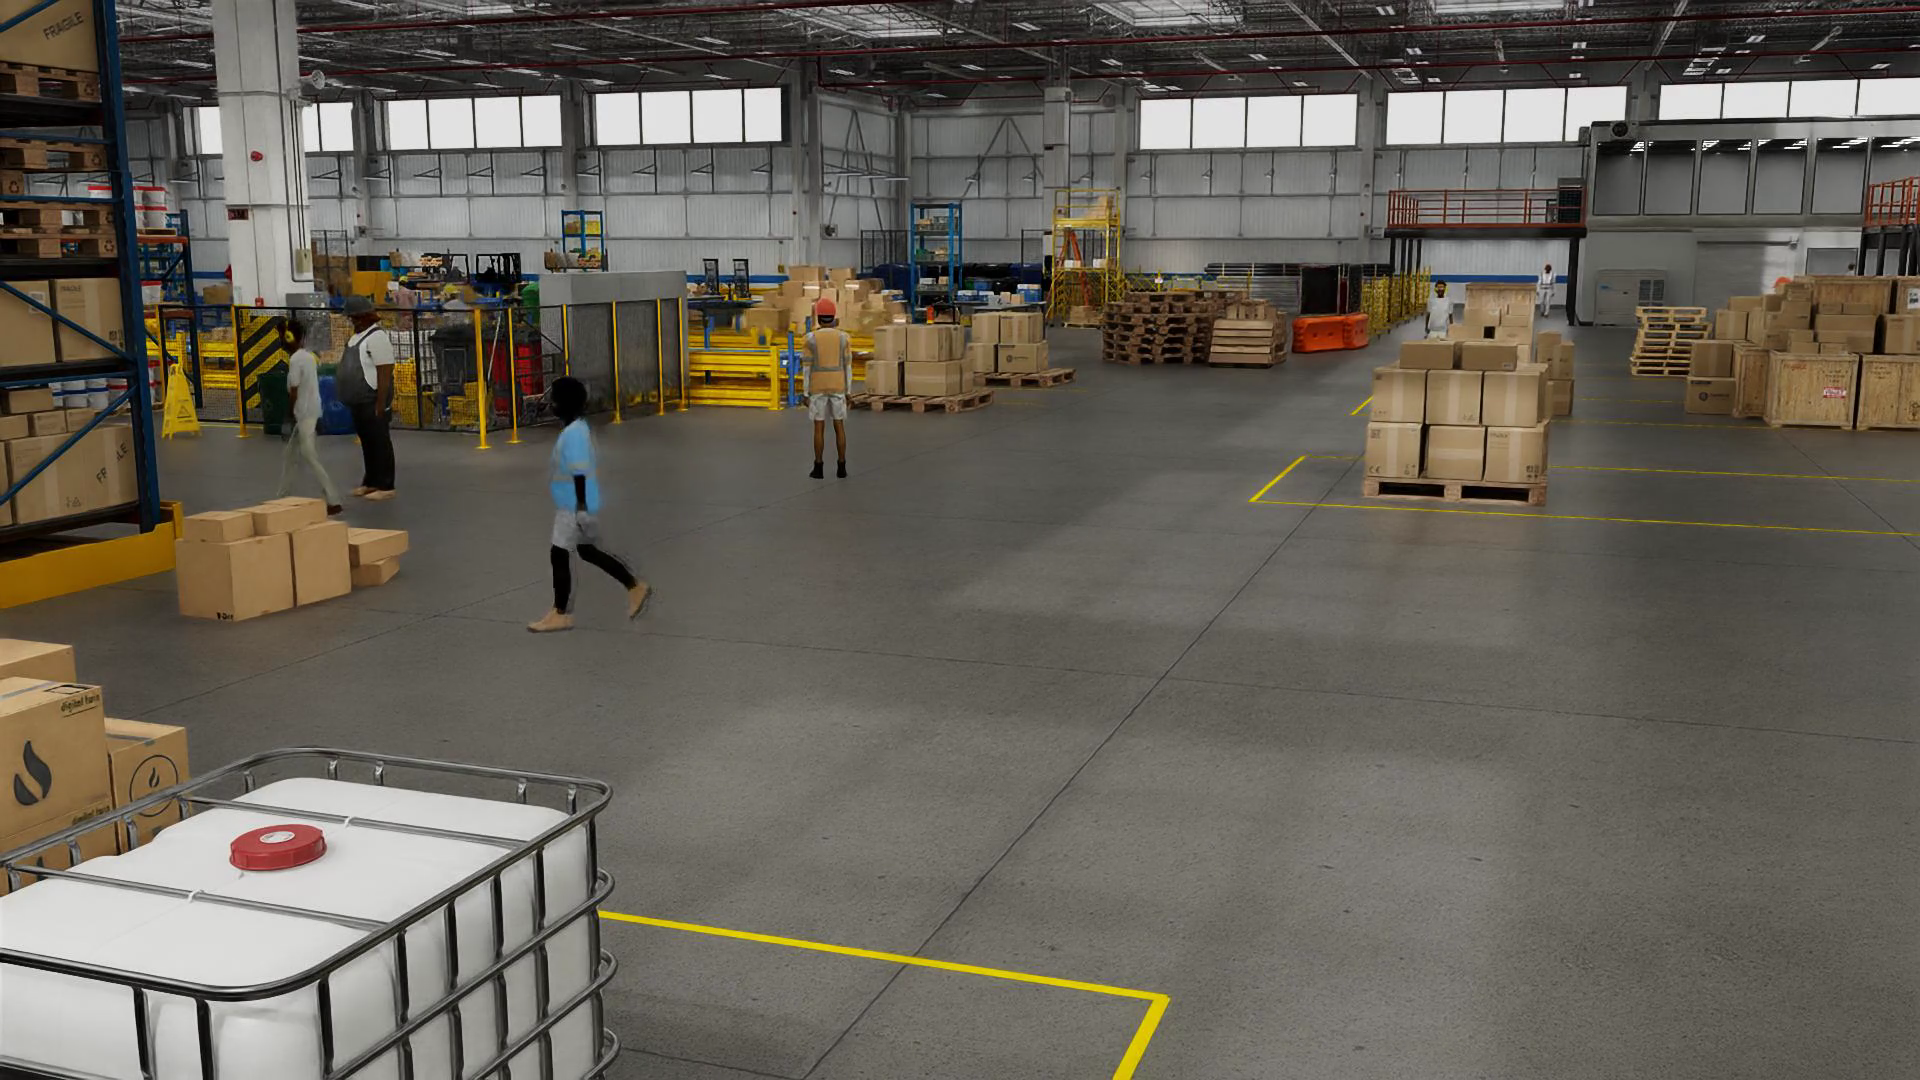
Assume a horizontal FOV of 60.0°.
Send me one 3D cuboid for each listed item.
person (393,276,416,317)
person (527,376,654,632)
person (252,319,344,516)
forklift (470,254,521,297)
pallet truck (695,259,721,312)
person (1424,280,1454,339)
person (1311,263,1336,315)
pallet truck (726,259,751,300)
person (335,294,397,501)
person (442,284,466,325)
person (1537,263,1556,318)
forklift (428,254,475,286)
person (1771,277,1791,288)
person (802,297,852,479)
[{"bbox_3d":[-13.179,-5.380,39.507,0.524,1.769,0.325,-3,11,-16],"label":"person"},{"bbox_3d":[-2.423,-0.239,10.844,0.768,1.673,0.539,-2,10,-13],"label":"person"},{"bbox_3d":[-6.125,-1.101,15.266,0.817,1.822,0.605,-2,10,-12],"label":"person"},{"bbox_3d":[-17.990,-10.121,64.684,1.157,1.987,2.680,3,11,17],"label":"forklift"},{"bbox_3d":[-9.165,-9.627,62.776,0.823,1.965,1.885,4,11,23],"label":"pallet truck"},{"bbox_3d":[8.719,-3.800,30.318,0.507,1.872,0.329,4,11,20],"label":"person"},{"bbox_3d":[9.734,-6.350,44.303,0.633,1.998,0.953,10,14,43],"label":"person"},{"bbox_3d":[-7.986,-9.493,62.019,0.823,1.965,1.885,3,11,17],"label":"pallet truck"},{"bbox_3d":[-5.846,-1.402,16.331,0.535,2.000,0.684,-8,13,-38],"label":"person"},{"bbox_3d":[-9.072,-3.714,30.017,0.673,1.814,0.600,4,11,20],"label":"person"},{"bbox_3d":[20.120,-8.549,57.056,0.609,1.872,0.414,4,11,21],"label":"person"},{"bbox_3d":[-20.133,-10.254,65.465,1.157,1.987,2.680,3,11,19],"label":"forklift"},{"bbox_3d":[13.146,-3.215,26.671,0.617,1.993,0.396,-9,14,-42],"label":"person"},{"bbox_3d":[-1.428,-1.624,17.860,0.547,1.942,0.351,-3,10,-14],"label":"person"}]
